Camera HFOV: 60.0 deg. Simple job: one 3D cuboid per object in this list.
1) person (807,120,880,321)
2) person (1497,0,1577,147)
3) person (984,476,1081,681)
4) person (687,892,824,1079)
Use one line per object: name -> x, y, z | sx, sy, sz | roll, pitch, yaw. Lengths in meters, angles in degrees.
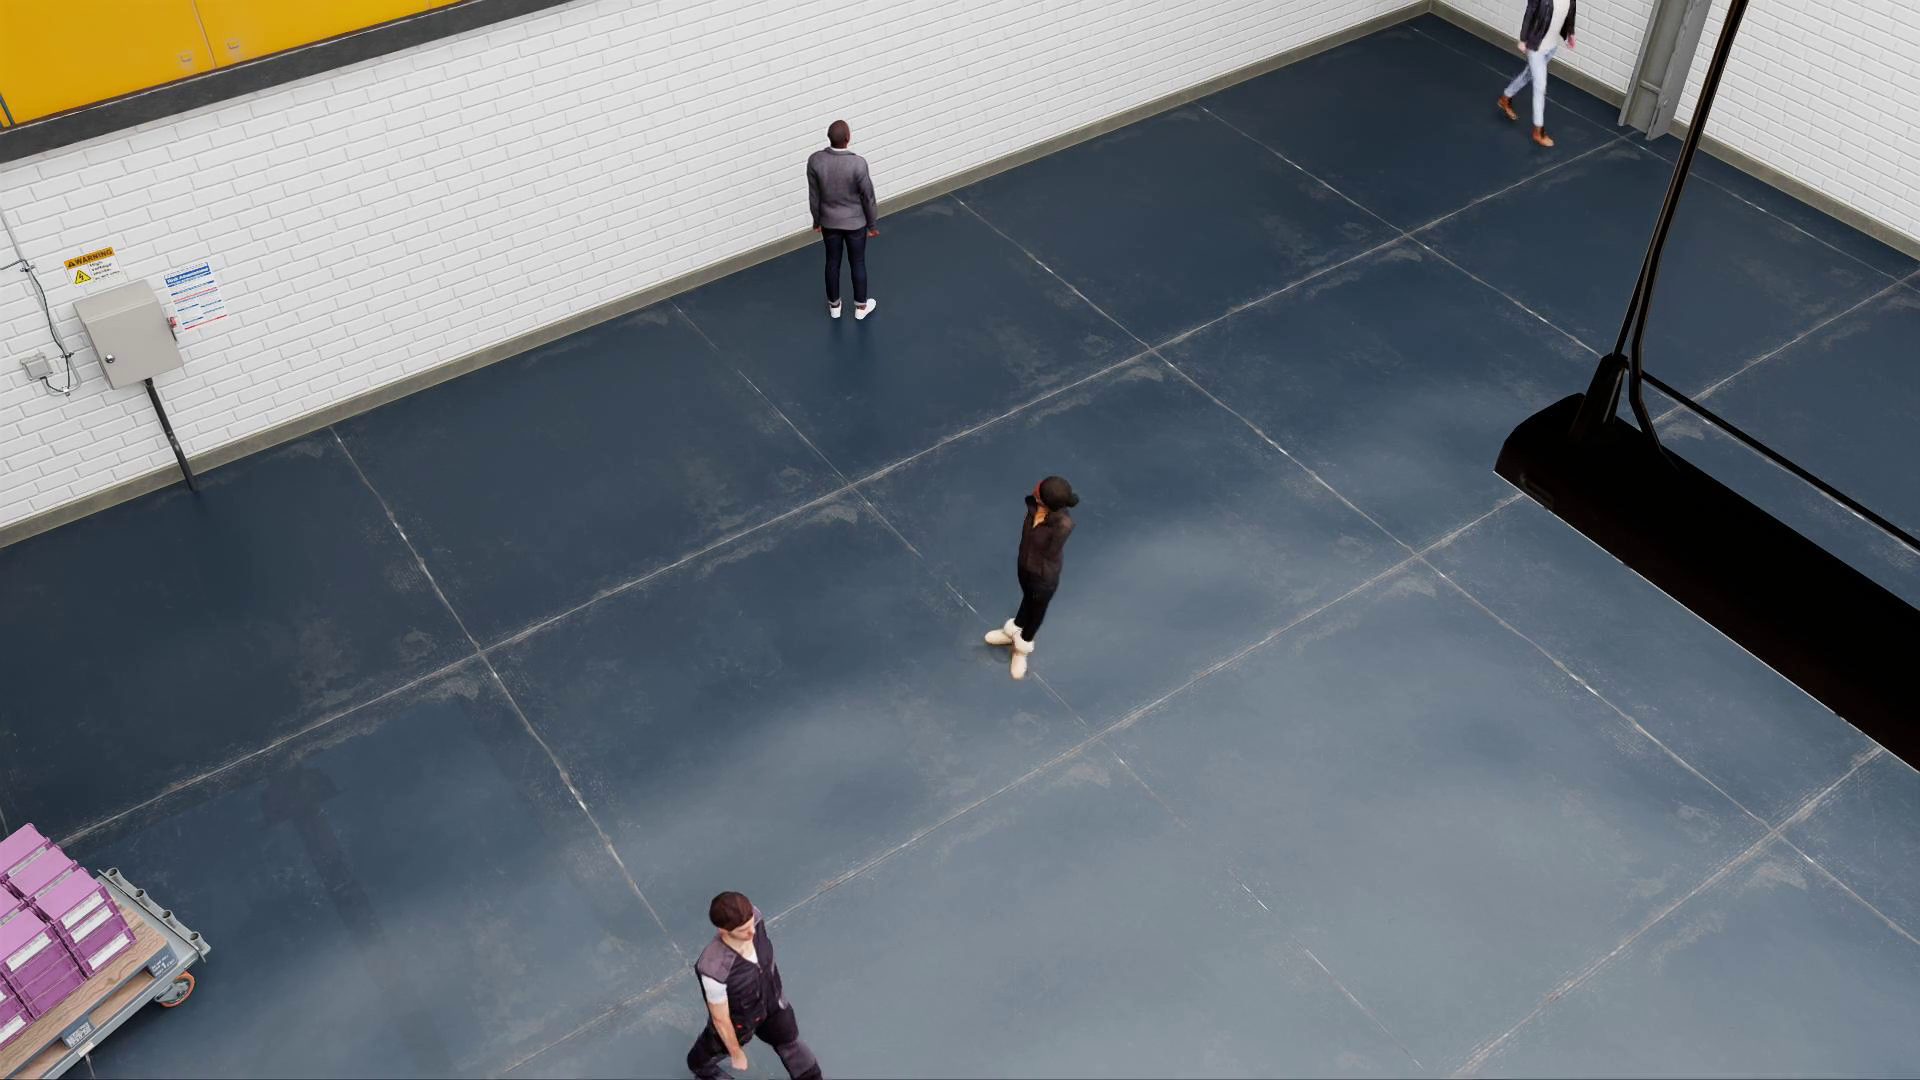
person -> -0.957, -2.600, 13.589 | 0.786, 1.818, 0.856 | 8, 44, 9
person -> 5.512, -4.771, 15.878 | 0.753, 1.805, 1.148 | -20, 47, -19
person -> 0.429, 0.152, 10.815 | 0.747, 1.659, 0.586 | -8, 44, -8
person -> -1.183, 2.329, 8.428 | 1.288, 1.800, 1.063 | 19, 47, 19
